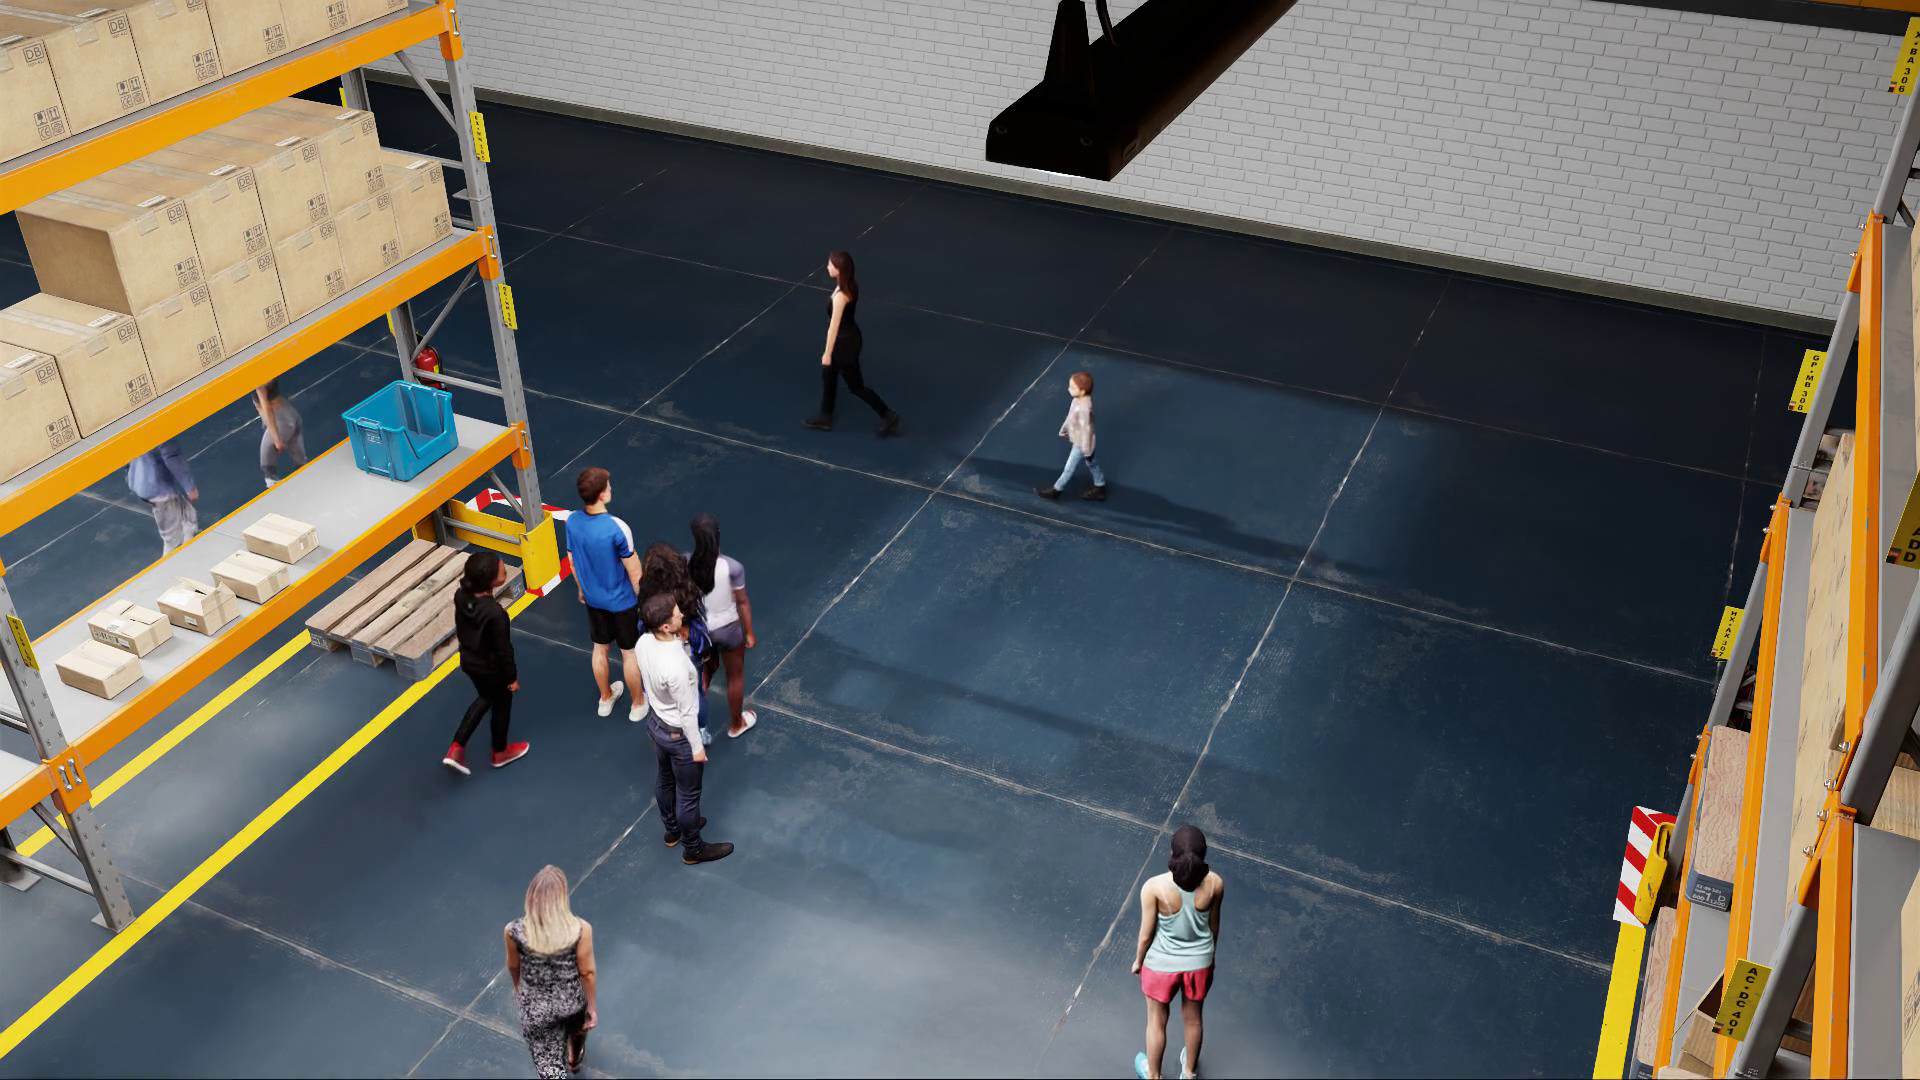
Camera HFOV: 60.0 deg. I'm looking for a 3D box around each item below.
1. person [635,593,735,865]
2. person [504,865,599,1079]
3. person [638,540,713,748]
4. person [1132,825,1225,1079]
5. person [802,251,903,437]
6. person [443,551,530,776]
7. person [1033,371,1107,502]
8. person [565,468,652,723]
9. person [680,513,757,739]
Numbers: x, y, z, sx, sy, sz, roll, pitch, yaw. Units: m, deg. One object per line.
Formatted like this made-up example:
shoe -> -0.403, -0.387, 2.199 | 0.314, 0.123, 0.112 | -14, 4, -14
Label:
person -> -1.671, 1.097, 9.692 | 0.737, 1.869, 0.716 | -22, 40, -30
person -> -1.943, 2.344, 8.010 | 1.096, 1.653, 1.210 | -9, 35, -14
person -> -1.839, 0.698, 10.516 | 0.710, 1.620, 0.692 | 5, 34, 7
person -> 1.085, 2.098, 8.281 | 0.695, 1.763, 0.725 | -3, 34, -4
person -> -0.895, -1.598, 13.936 | 0.911, 1.659, 1.119 | 2, 34, 3
person -> -2.991, 0.818, 10.302 | 0.726, 1.658, 0.906 | 20, 39, 28
person -> 1.026, -0.797, 13.179 | 0.743, 1.163, 0.817 | 1, 34, 1
person -> -2.283, 0.358, 10.805 | 0.674, 1.867, 0.610 | 11, 35, 16
person -> -1.595, 0.616, 10.552 | 0.648, 1.716, 0.853 | 14, 36, 20
